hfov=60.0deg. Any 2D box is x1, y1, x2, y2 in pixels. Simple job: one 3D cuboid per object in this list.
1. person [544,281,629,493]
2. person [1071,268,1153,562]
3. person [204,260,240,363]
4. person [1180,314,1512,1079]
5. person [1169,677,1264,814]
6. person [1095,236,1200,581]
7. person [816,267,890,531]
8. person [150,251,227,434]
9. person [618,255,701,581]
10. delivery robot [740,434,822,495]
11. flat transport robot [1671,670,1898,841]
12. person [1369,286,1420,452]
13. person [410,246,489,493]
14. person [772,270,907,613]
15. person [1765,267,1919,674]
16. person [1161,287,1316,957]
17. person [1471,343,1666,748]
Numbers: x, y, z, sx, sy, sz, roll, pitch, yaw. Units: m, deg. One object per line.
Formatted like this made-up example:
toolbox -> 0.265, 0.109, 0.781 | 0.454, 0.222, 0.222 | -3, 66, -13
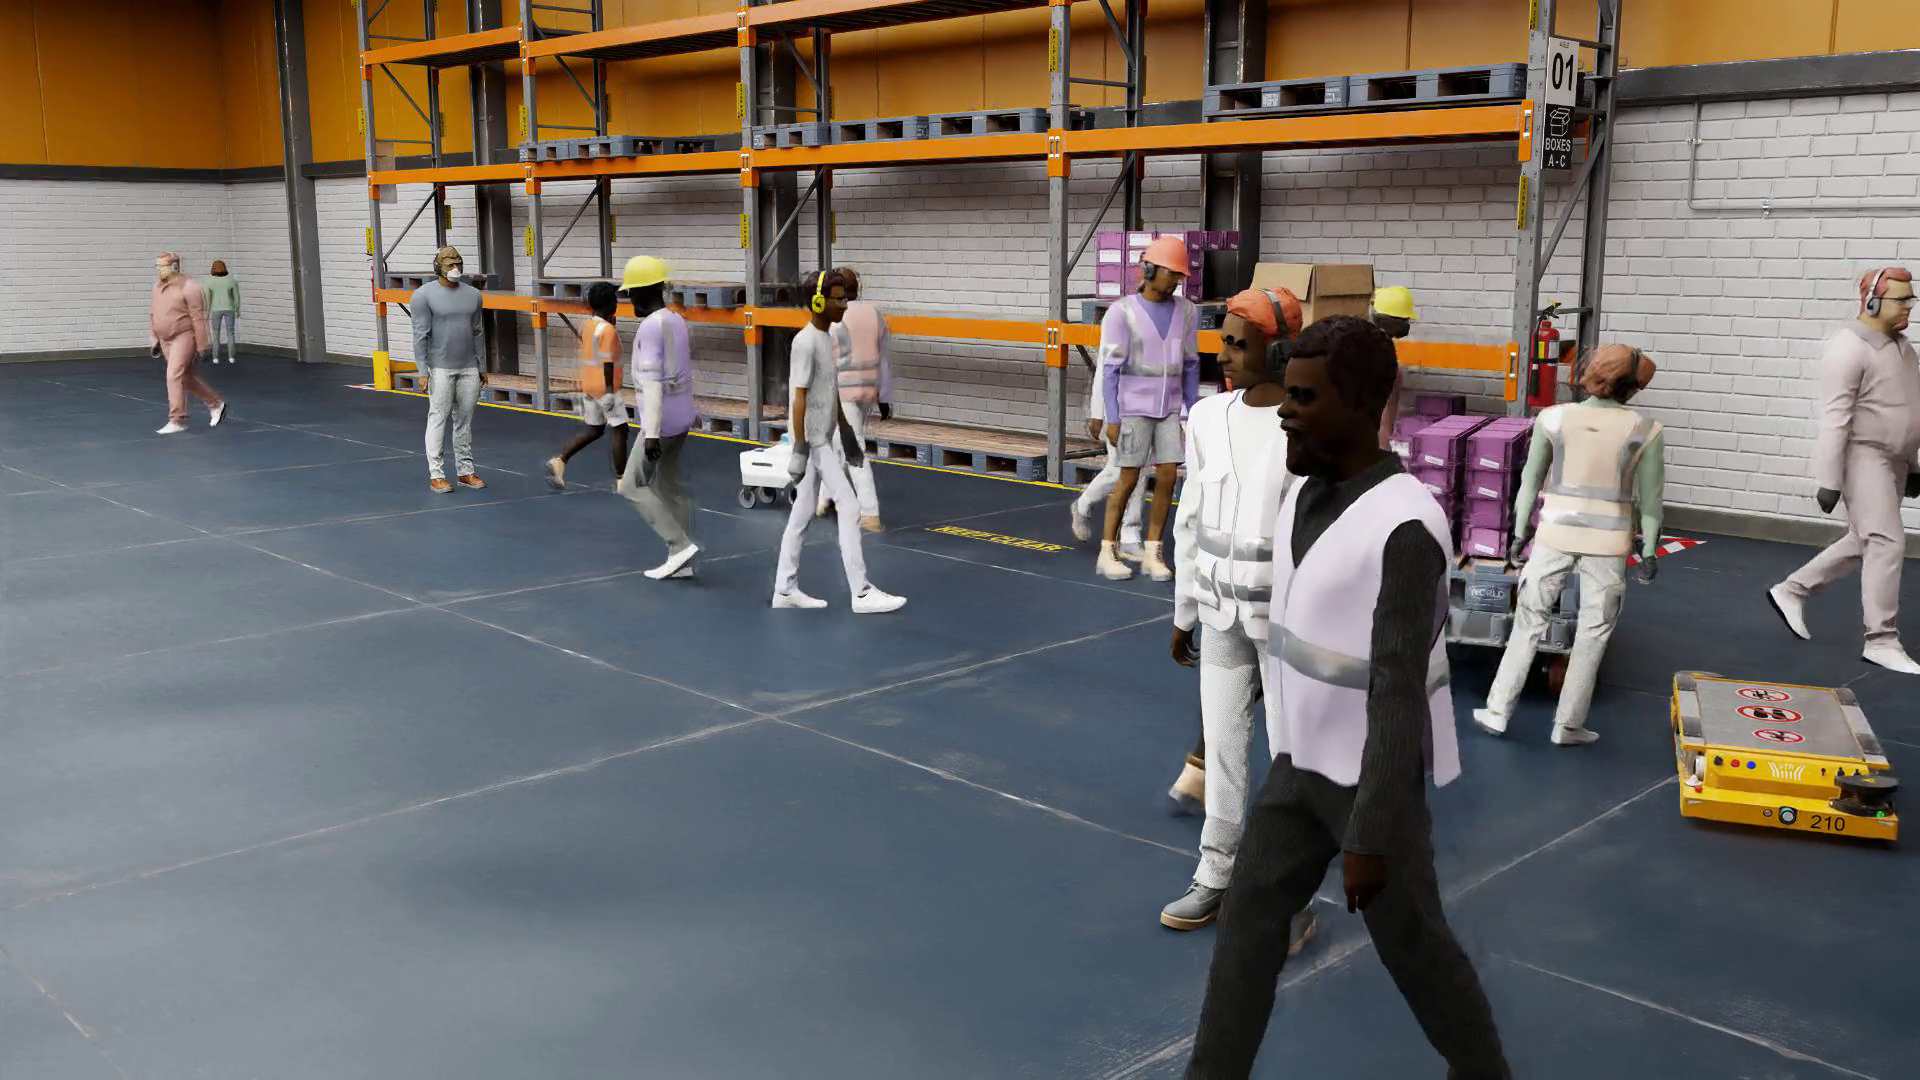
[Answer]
person -> -2.863, -1.174, 12.968 | 0.703, 1.677, 0.538 | -6, 12, -31
person -> 1.018, -0.806, 10.444 | 0.651, 1.856, 0.608 | -7, 13, -35
person -> -11.690, -3.613, 26.372 | 0.511, 1.633, 0.319 | -5, 12, -25
person -> 0.794, 0.474, 3.446 | 0.987, 1.872, 0.605 | -3, 11, -14
person -> 1.124, 0.145, 5.849 | 0.922, 1.643, 0.555 | -4, 11, -19
person -> 1.136, -0.758, 9.758 | 0.657, 2.002, 0.450 | -4, 11, -23
person -> -0.870, -0.987, 11.586 | 0.951, 1.791, 0.660 | 9, 14, 40
person -> -8.073, -2.069, 17.330 | 0.628, 1.872, 0.903 | 6, 12, 31
person -> -1.753, -0.685, 9.635 | 0.427, 1.904, 0.617 | 1, 10, 7
delivery robot -> -1.269, -0.542, 12.297 | 0.707, 0.478, 0.477 | 5, 12, 27
flat transport robot -> 3.034, 0.763, 6.215 | 0.652, 0.197, 1.431 | 4, 11, 21
person -> 2.298, -0.573, 9.486 | 0.553, 1.737, 0.542 | 1, 10, 5
person -> -4.028, -1.350, 13.185 | 0.353, 1.937, 0.635 | 8, 13, 39
person -> -0.644, -0.512, 8.922 | 0.846, 1.835, 0.514 | 0, 10, -1
person -> 4.294, -0.354, 7.932 | 0.652, 1.882, 0.825 | -9, 14, -39
person -> 0.845, 0.235, 4.695 | 0.584, 1.881, 0.337 | 10, 14, 42
person -> 2.436, 0.024, 6.593 | 0.642, 1.607, 0.336 | 6, 12, 29
